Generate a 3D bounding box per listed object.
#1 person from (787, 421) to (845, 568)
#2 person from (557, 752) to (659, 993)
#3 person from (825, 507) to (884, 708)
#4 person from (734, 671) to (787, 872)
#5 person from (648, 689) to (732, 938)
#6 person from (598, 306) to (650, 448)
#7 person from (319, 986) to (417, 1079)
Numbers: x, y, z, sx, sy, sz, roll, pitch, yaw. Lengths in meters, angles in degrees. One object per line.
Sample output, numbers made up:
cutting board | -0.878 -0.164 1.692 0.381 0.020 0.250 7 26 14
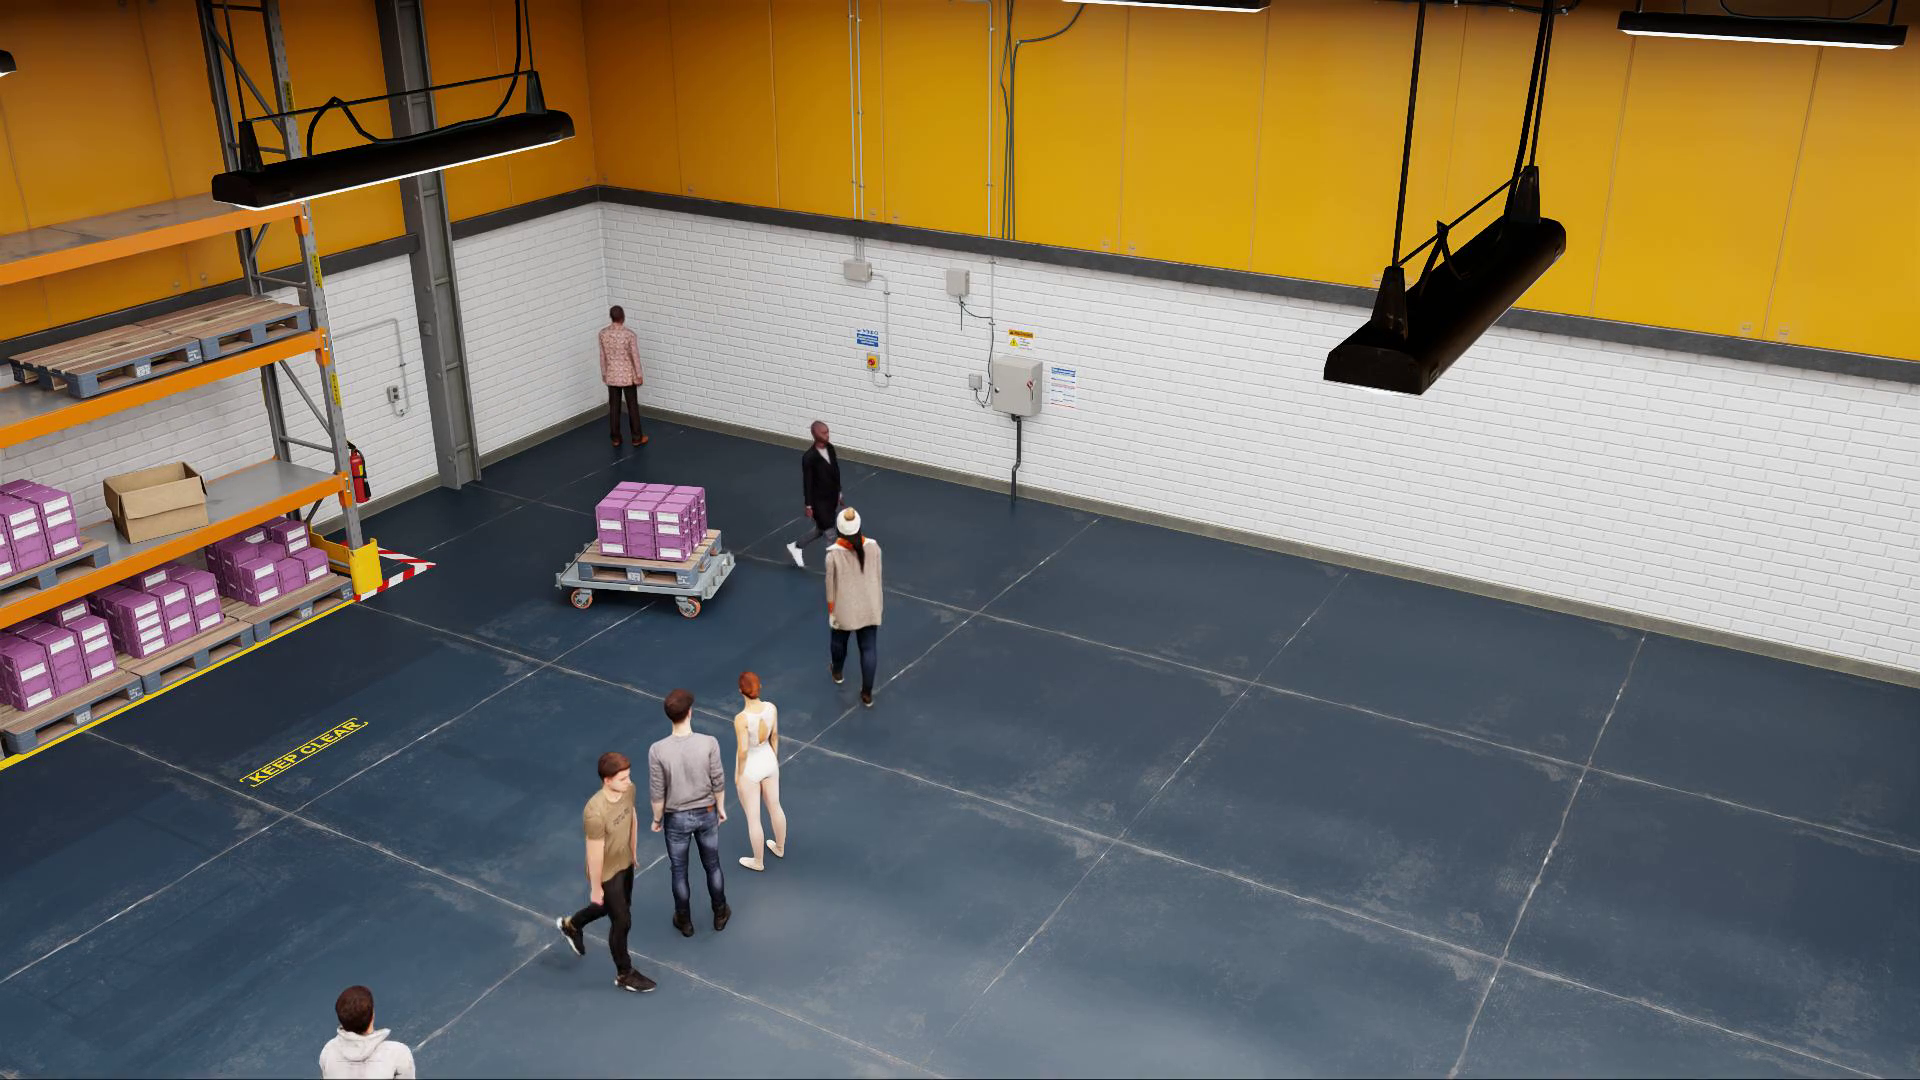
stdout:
person | -1.506 -0.417 17.330 0.719 1.734 1.038 13 27 28
person | -2.430 2.206 11.219 0.862 1.823 1.046 8 25 17
person | -0.919 0.613 14.817 1.047 1.860 1.133 -4 24 -9
person | -1.524 1.727 12.540 0.648 1.642 0.464 19 30 37
person | -1.901 1.939 11.730 0.769 1.902 0.826 -6 24 -13
person | -4.283 -2.070 21.021 0.768 1.807 0.721 4 24 9
person | -3.105 3.249 8.829 0.990 1.825 1.112 0 24 -1
